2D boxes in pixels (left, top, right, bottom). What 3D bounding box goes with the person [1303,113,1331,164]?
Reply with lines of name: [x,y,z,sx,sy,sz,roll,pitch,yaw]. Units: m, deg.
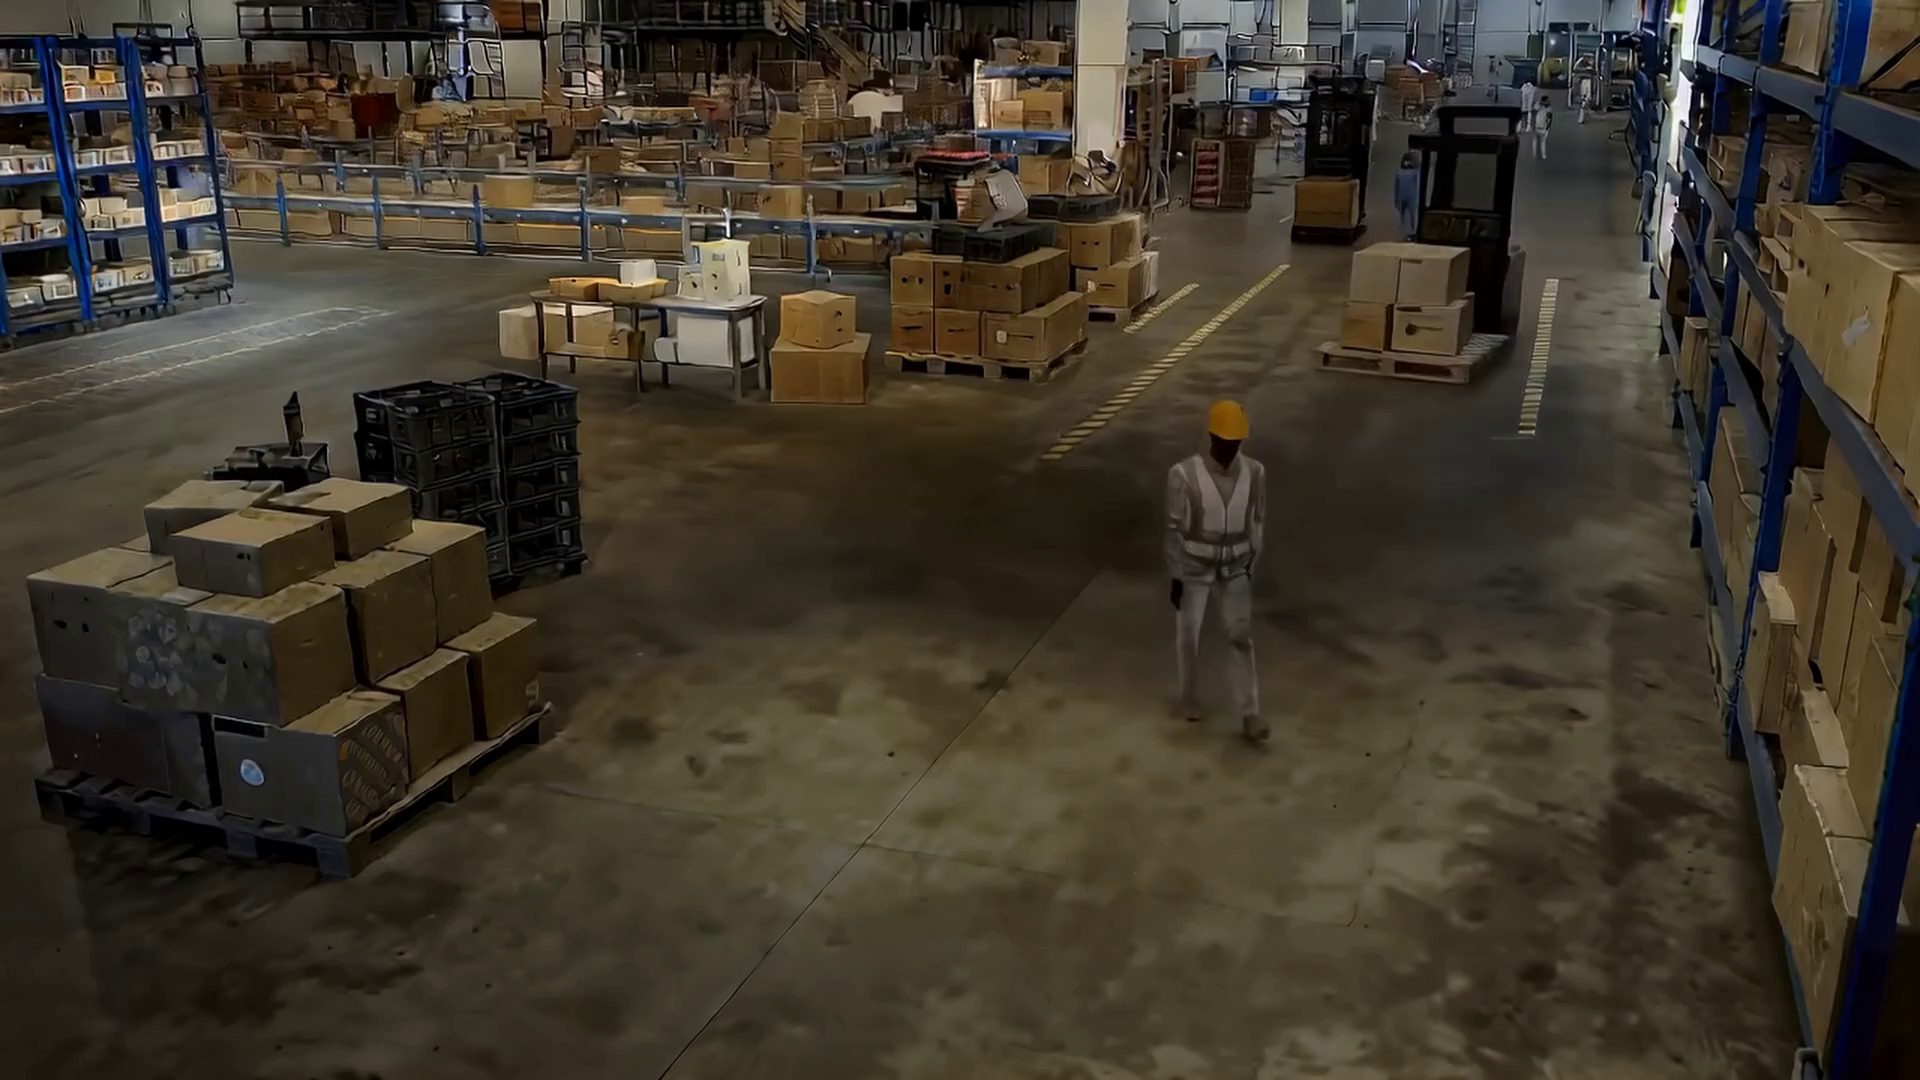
person: [7.740,-8.354,36.138,0.598,1.812,0.715,8,19,22]

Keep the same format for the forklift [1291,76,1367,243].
forklift: [6.598,-6.755,29.381,1.129,2.768,1.873,6,19,19]

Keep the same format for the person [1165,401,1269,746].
person: [1.423,0.190,9.145,0.615,1.899,0.977,-3,18,-10]

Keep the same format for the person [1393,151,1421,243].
person: [7.722,-5.879,28.674,0.519,1.612,0.374,10,20,29]

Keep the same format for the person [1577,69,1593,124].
person: [22.508,-15.935,59.781,0.399,1.928,0.542,3,18,8]

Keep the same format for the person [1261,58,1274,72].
person: [14.580,-22.042,79.004,0.676,1.898,0.635,15,23,40]

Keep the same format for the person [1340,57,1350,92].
person: [19.375,-23.341,83.432,0.369,1.683,0.547,9,20,26]

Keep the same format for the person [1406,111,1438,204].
person: [9.731,-8.052,35.039,0.657,1.905,0.402,4,18,14]

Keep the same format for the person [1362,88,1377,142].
person: [12.693,-13.239,51.739,0.532,1.656,0.873,-8,19,-25]

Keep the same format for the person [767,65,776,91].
person: [-7.598,-18.084,66.680,1.025,1.825,0.580,9,20,26]

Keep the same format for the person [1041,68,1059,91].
person: [3.249,-15.857,59.342,0.746,2.000,0.536,13,22,35]

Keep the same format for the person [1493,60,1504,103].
person: [23.955,-20.391,73.913,0.429,1.844,0.624,2,18,7]

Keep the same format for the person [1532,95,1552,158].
person: [16.043,-11.379,45.838,0.531,1.692,0.320,13,22,34]

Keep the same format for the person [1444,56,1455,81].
person: [23.490,-22.334,79.869,1.042,1.940,0.614,-6,19,-19]

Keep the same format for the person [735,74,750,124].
person: [-7.763,-15.783,59.568,0.555,1.745,0.551,-11,21,-32]

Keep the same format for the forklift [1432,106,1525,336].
forklift: [6.193,-3.838,20.214,1.129,2.768,1.873,10,20,29]

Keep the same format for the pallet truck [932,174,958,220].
pallet truck: [-0.507,-5.292,27.348,0.653,1.274,1.630,6,19,19]

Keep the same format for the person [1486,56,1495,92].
person: [26.716,-23.402,83.522,0.543,1.749,0.460,-15,23,-39]

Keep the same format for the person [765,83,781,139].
person: [-5.619,-12.857,50.247,0.453,1.840,0.546,-1,18,-2]

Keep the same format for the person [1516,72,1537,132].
person: [19.017,-14.664,55.714,0.371,1.966,0.608,-9,20,-25]

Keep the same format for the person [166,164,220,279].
person: [-11.402,-4.798,24.881,0.960,1.855,0.673,16,23,40]

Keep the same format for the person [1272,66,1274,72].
person: [13.663,-19.979,72.603,0.687,1.843,0.577,16,23,40]

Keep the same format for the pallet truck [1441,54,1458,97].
pallet truck: [22.765,-21.886,78.355,0.823,1.965,1.885,-4,18,-14]

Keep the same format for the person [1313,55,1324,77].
person: [18.312,-23.872,84.780,0.611,1.882,0.953,-4,18,-12]

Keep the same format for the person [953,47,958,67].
person: [-0.283,-27.478,96.040,0.374,1.928,0.543,-16,23,-40]
